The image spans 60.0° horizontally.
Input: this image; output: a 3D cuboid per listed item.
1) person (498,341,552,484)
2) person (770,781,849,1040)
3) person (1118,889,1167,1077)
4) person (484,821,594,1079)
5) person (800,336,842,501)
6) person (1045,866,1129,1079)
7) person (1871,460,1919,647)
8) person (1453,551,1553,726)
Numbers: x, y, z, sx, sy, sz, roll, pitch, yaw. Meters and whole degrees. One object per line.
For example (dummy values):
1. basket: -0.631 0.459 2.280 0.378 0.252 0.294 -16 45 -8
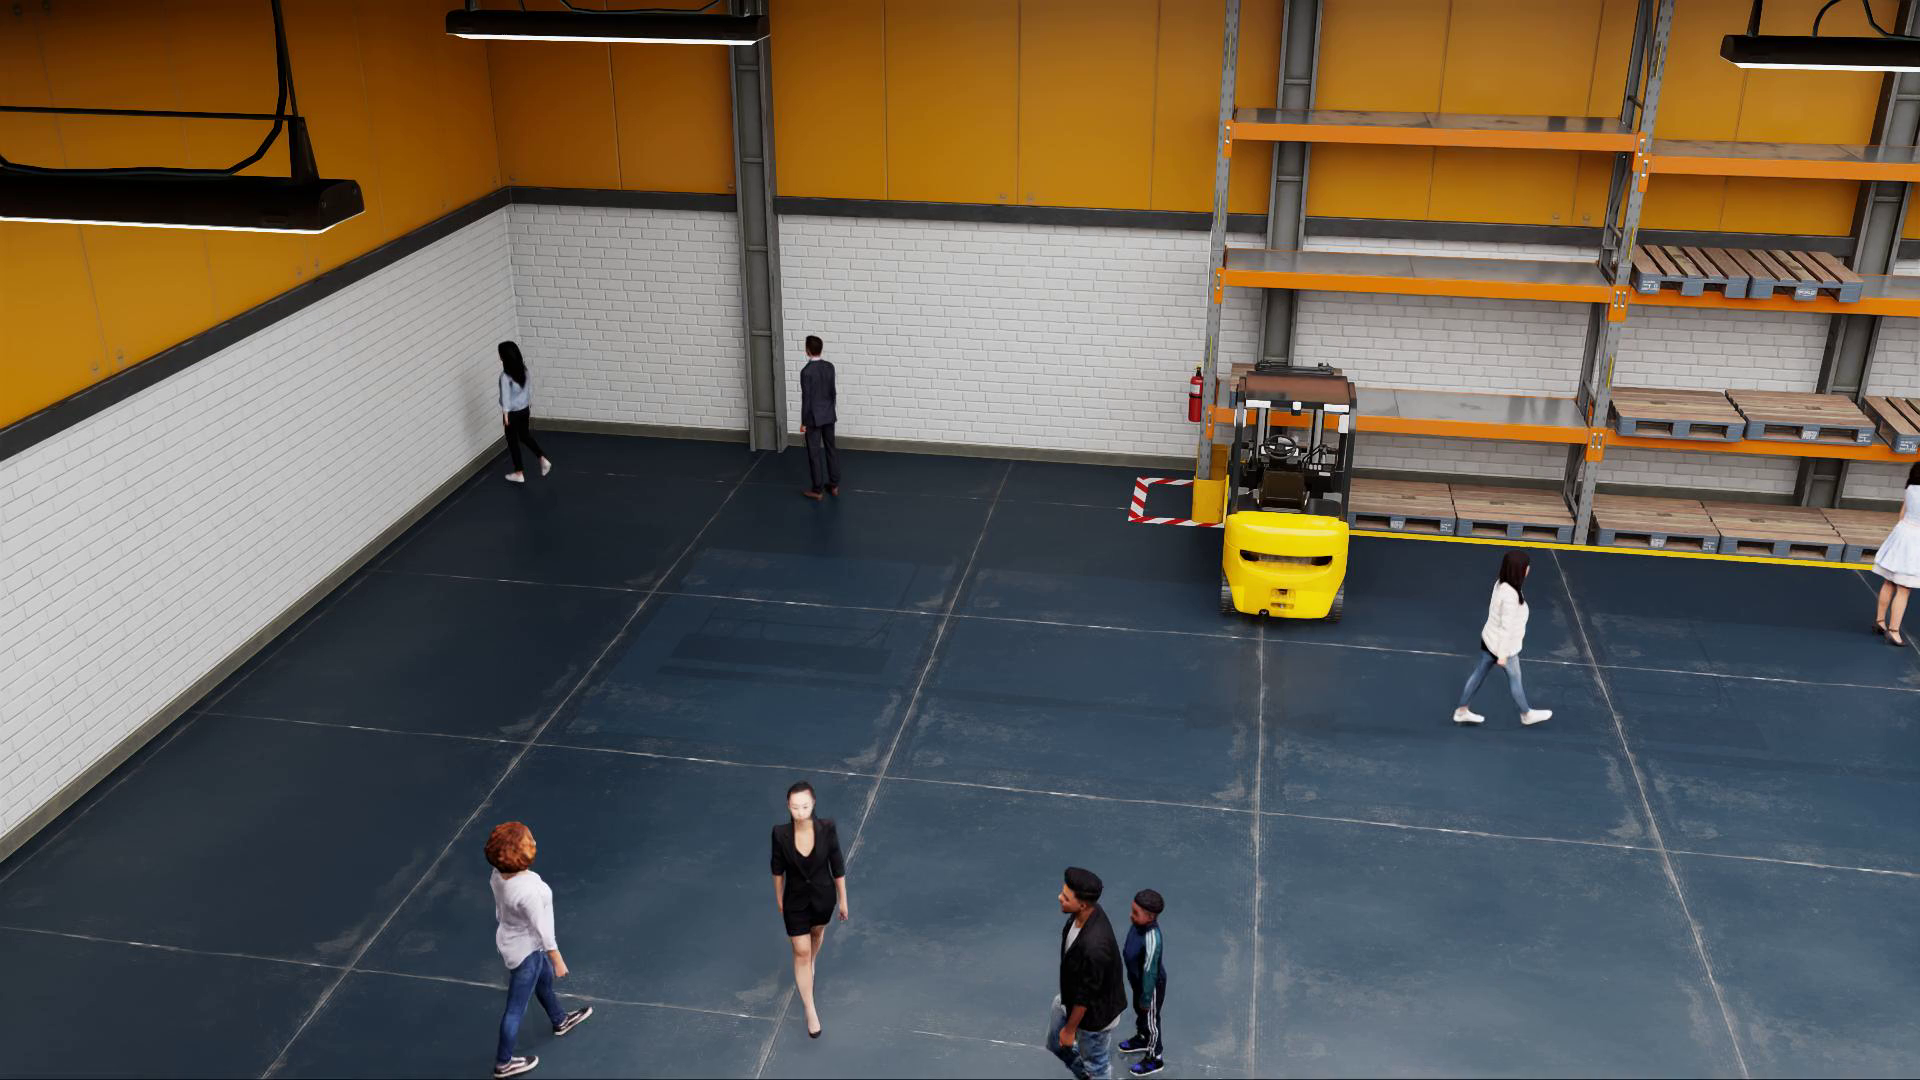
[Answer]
1. person: -4.990 -1.442 18.956 0.905 1.702 0.720 10 25 21
2. person: -0.965 2.252 10.574 1.055 1.647 0.927 -5 24 -12
3. person: 1.137 2.665 10.122 0.568 1.253 0.557 -5 24 -11
4. person: -2.724 2.483 10.003 1.067 1.681 1.008 -16 28 -32
5. person: -1.584 -1.371 18.589 0.740 1.865 0.774 -21 31 -39
6. person: 0.822 2.633 9.524 0.780 1.791 0.790 -3 24 -6
7. person: 8.726 0.094 15.297 0.771 1.818 0.749 0 24 0
8. person: 4.429 0.850 13.845 1.068 1.596 0.748 0 24 0
